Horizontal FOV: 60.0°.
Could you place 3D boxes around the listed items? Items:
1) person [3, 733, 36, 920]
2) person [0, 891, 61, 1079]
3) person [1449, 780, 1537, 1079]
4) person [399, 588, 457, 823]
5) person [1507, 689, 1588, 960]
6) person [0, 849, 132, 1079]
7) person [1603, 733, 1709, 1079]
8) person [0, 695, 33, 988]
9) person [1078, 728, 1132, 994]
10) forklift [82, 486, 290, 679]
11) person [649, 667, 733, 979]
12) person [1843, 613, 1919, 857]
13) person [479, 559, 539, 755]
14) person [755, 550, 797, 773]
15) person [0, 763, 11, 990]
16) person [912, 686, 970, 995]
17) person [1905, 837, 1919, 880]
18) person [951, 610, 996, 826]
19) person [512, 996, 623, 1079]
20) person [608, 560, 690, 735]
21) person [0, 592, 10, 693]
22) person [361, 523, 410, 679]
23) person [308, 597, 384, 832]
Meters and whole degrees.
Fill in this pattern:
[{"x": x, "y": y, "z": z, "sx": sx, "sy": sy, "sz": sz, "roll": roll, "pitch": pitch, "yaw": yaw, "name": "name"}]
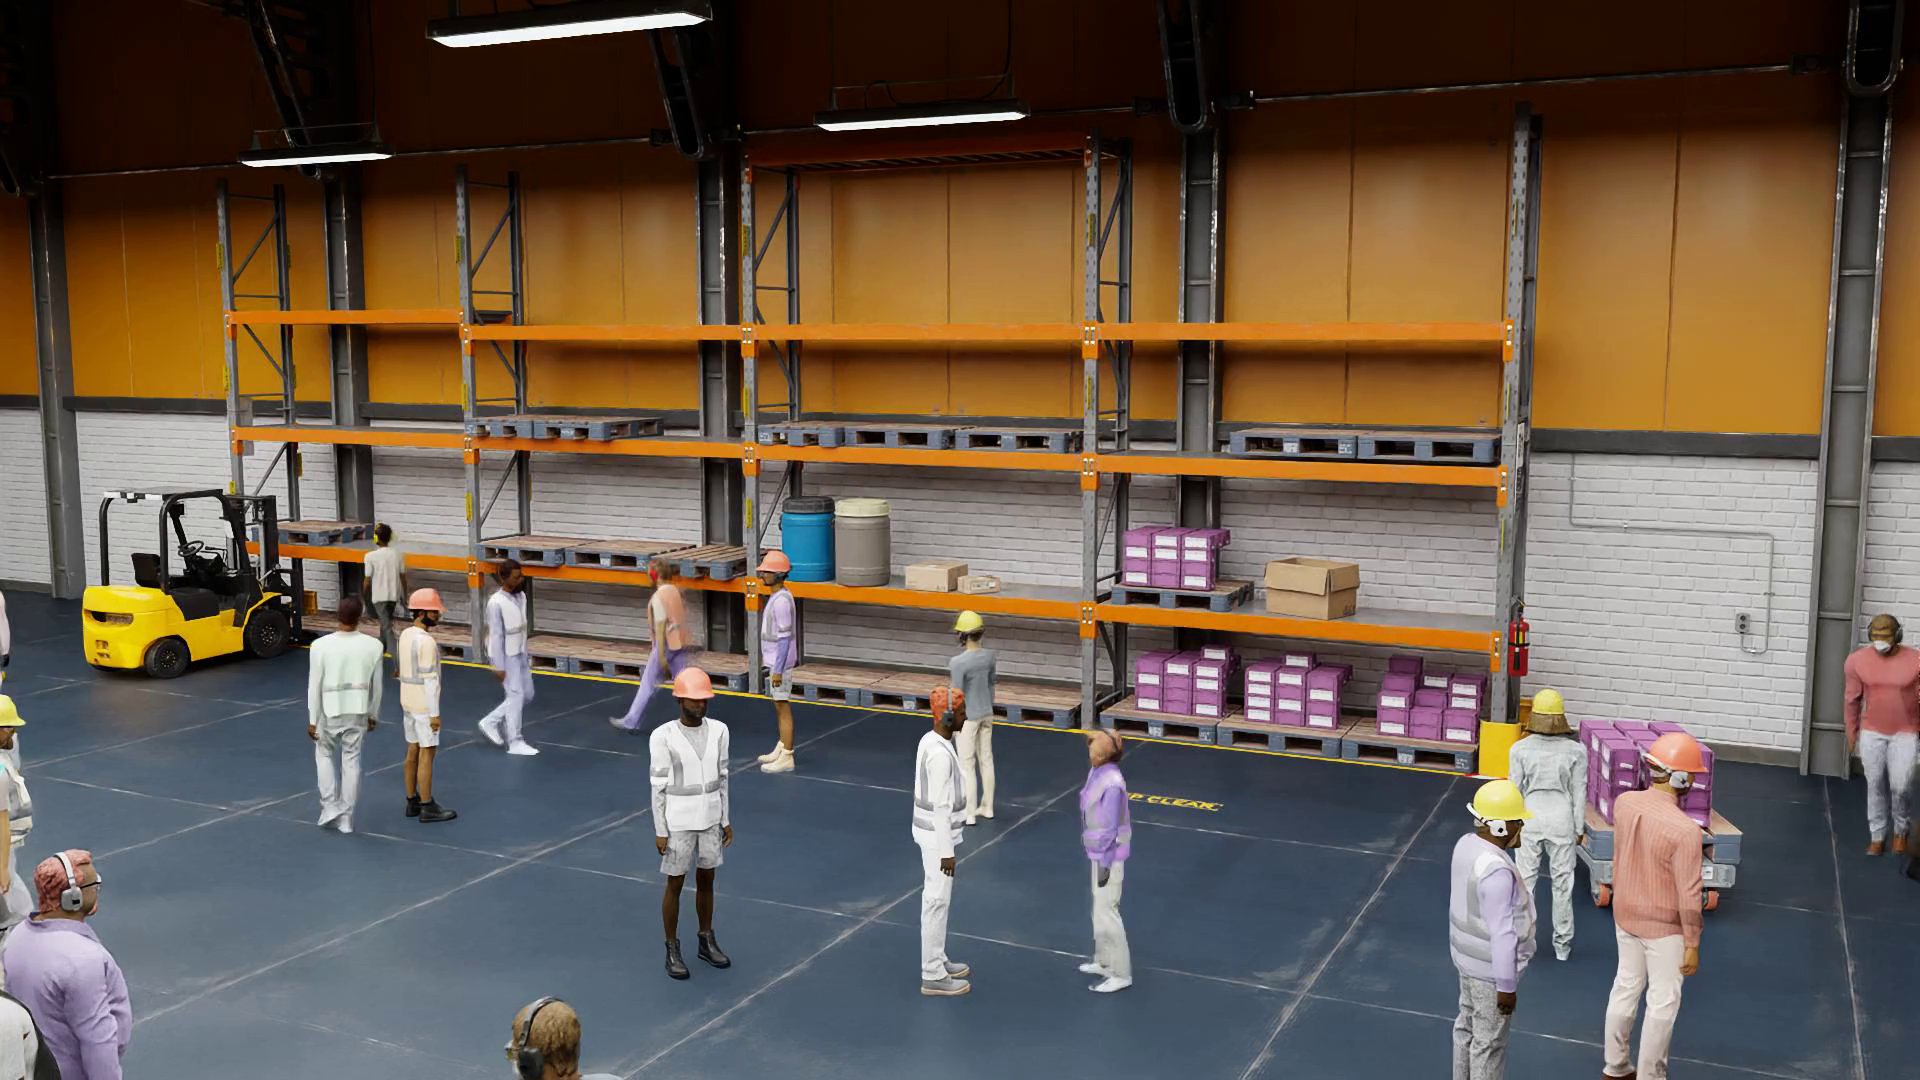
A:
[{"x": -6.226, "y": 1.808, "z": 10.580, "sx": 0.564, "sy": 1.817, "sz": 0.455, "roll": 0, "pitch": 7, "yaw": 3, "name": "person"}, {"x": -3.595, "y": 2.229, "z": 6.142, "sx": 0.688, "sy": 2.000, "sz": 0.536, "roll": 4, "pitch": 8, "yaw": 27, "name": "person"}, {"x": 2.630, "y": 2.081, "z": 8.218, "sx": 0.404, "sy": 1.832, "sz": 0.599, "roll": 0, "pitch": 7, "yaw": -1, "name": "person"}, {"x": -4.429, "y": 1.359, "z": 13.768, "sx": 0.376, "sy": 1.934, "sz": 0.547, "roll": -6, "pitch": 9, "yaw": -40, "name": "person"}, {"x": 3.776, "y": 1.826, "z": 10.730, "sx": 0.484, "sy": 1.737, "sz": 0.323, "roll": 2, "pitch": 7, "yaw": 19, "name": "person"}, {"x": -3.618, "y": 2.210, "z": 6.843, "sx": 0.638, "sy": 1.910, "sz": 0.407, "roll": 5, "pitch": 8, "yaw": 35, "name": "person"}, {"x": 3.603, "y": 1.966, "z": 8.575, "sx": 0.410, "sy": 1.980, "sz": 0.624, "roll": -2, "pitch": 7, "yaw": -17, "name": "person"}, {"x": -5.914, "y": 1.848, "z": 10.217, "sx": 0.403, "sy": 1.817, "sz": 0.601, "roll": -4, "pitch": 8, "yaw": -30, "name": "person"}, {"x": 0.902, "y": 1.945, "z": 10.219, "sx": 0.334, "sy": 1.622, "sz": 0.559, "roll": 0, "pitch": 7, "yaw": -2, "name": "person"}, {"x": -9.426, "y": 0.454, "z": 20.179, "sx": 1.214, "sy": 2.155, "sz": 2.313, "roll": 3, "pitch": 8, "yaw": 26, "name": "forklift"}, {"x": -1.672, "y": 1.757, "z": 10.448, "sx": 0.544, "sy": 1.943, "sz": 0.347, "roll": -5, "pitch": 9, "yaw": -38, "name": "person"}, {"x": 7.091, "y": 1.497, "z": 12.719, "sx": 0.650, "sy": 1.911, "sz": 0.442, "roll": 6, "pitch": 9, "yaw": 43, "name": "person"}, {"x": -4.329, "y": 1.116, "z": 15.917, "sx": 0.548, "sy": 1.898, "sz": 0.609, "roll": 1, "pitch": 7, "yaw": 11, "name": "person"}, {"x": -1.691, "y": 1.113, "z": 15.337, "sx": 0.370, "sy": 2.048, "sz": 0.607, "roll": -1, "pitch": 7, "yaw": -10, "name": "person"}, {"x": -5.818, "y": 1.898, "z": 9.670, "sx": 0.565, "sy": 1.846, "sz": 0.390, "roll": -2, "pitch": 7, "yaw": -16, "name": "person"}, {"x": -0.111, "y": 1.823, "z": 10.170, "sx": 0.359, "sy": 1.880, "sz": 0.575, "roll": -1, "pitch": 7, "yaw": -4, "name": "person"}, {"x": 7.239, "y": 1.620, "z": 11.833, "sx": 0.556, "sy": 1.887, "sz": 0.971, "roll": -3, "pitch": 8, "yaw": -24, "name": "person"}, {"x": 0.088, "y": 1.456, "z": 13.665, "sx": 0.328, "sy": 1.765, "sz": 0.531, "roll": 6, "pitch": 9, "yaw": 41, "name": "person"}, {"x": -1.260, "y": 2.393, "z": 5.276, "sx": 0.387, "sy": 1.928, "sz": 0.636, "roll": 3, "pitch": 8, "yaw": 25, "name": "person"}, {"x": -3.034, "y": 1.088, "z": 16.645, "sx": 0.963, "sy": 1.781, "sz": 0.555, "roll": 2, "pitch": 7, "yaw": 15, "name": "person"}, {"x": -9.636, "y": 1.105, "z": 16.253, "sx": 0.633, "sy": 1.840, "sz": 0.429, "roll": -3, "pitch": 8, "yaw": -24, "name": "person"}, {"x": -6.785, "y": 0.715, "z": 19.598, "sx": 0.962, "sy": 1.821, "sz": 0.540, "roll": 6, "pitch": 9, "yaw": 40, "name": "person"}, {"x": -4.988, "y": 1.413, "z": 13.503, "sx": 0.629, "sy": 1.886, "sz": 0.474, "roll": -4, "pitch": 8, "yaw": -33, "name": "person"}]
